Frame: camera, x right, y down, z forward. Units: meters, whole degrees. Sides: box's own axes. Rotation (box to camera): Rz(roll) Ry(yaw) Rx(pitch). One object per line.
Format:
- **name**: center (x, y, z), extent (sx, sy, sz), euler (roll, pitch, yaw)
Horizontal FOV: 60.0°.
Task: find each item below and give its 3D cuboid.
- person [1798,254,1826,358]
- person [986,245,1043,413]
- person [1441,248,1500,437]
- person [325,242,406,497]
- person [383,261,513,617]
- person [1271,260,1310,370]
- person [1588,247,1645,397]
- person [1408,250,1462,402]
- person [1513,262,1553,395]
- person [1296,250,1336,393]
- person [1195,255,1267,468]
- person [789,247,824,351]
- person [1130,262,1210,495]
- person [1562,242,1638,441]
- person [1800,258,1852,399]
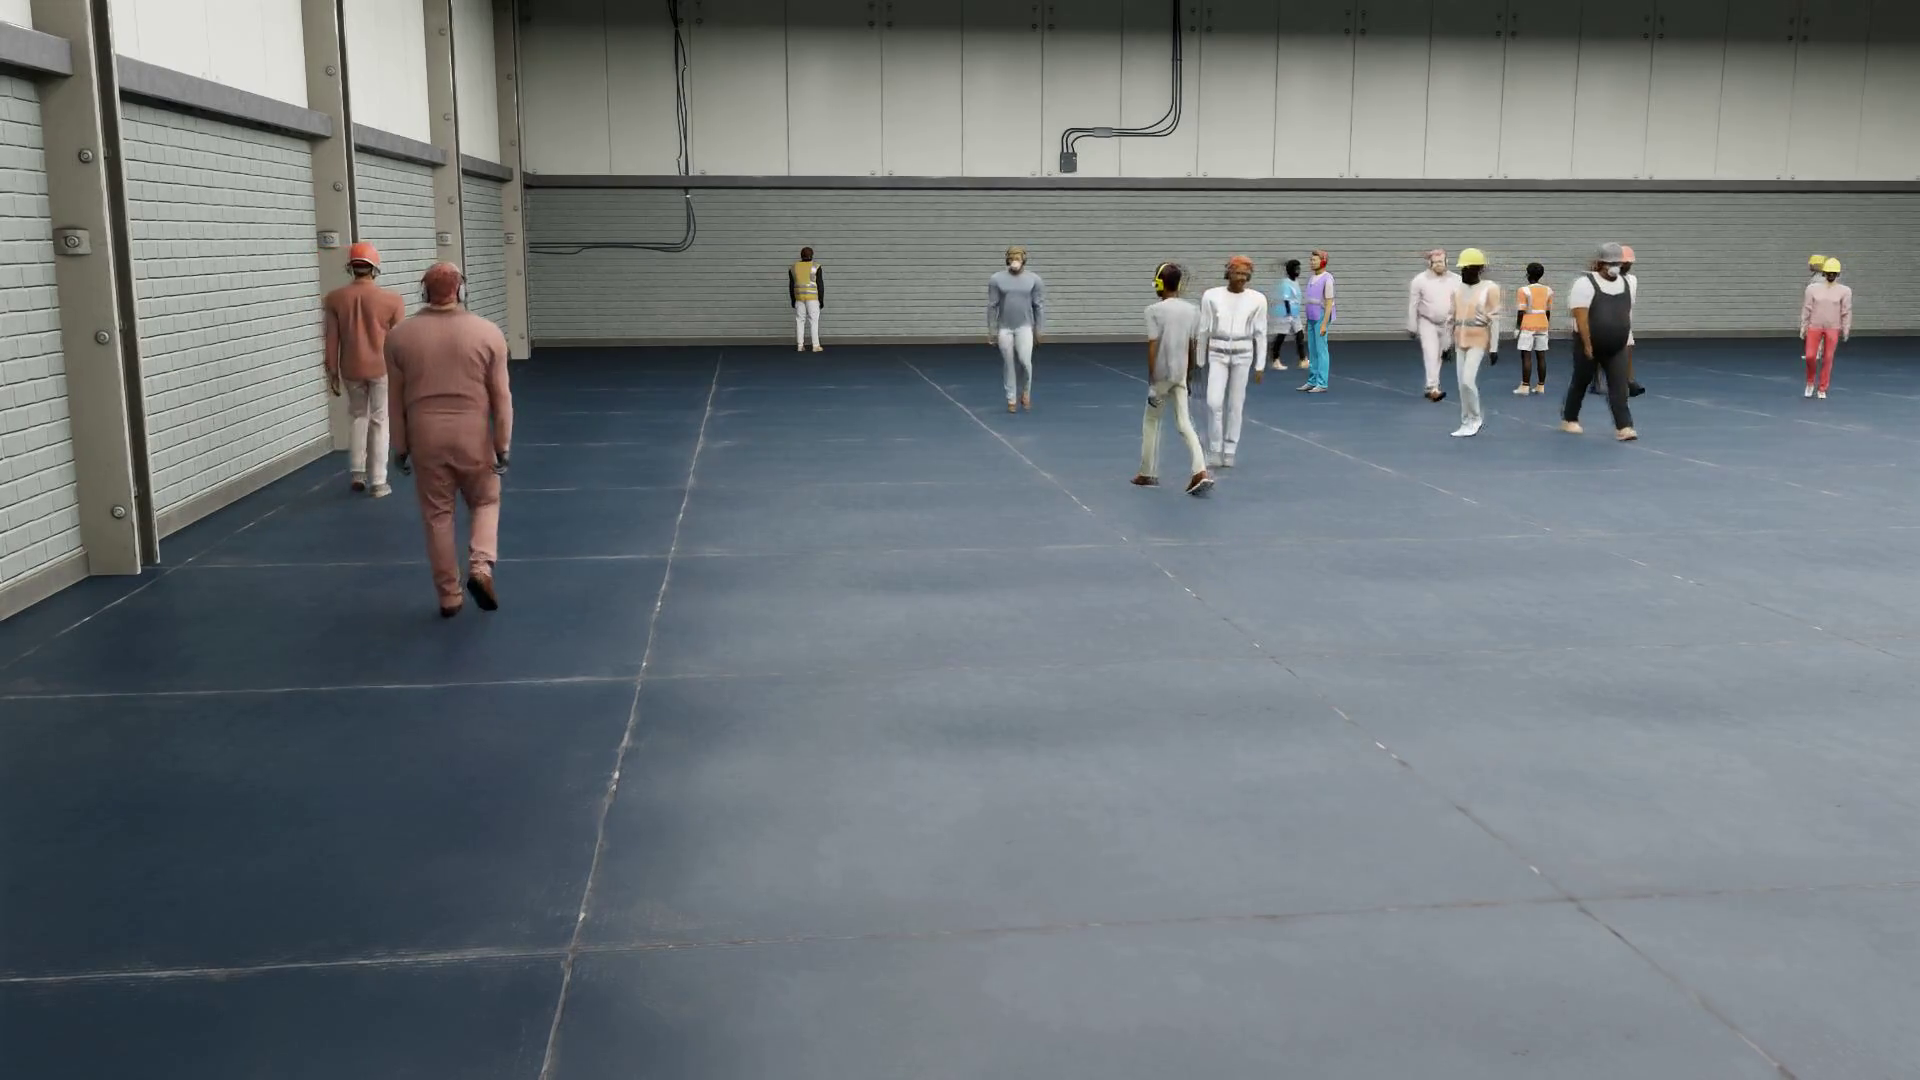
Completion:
- **person**: center (14.238, -3.891, 27.751), extent (0.372, 1.729, 0.513), euler (3, 11, 17)
- **person**: center (0.618, -2.400, 19.046), extent (0.639, 1.919, 0.553), euler (1, 10, 6)
- **person**: center (5.115, -1.972, 16.742), extent (0.445, 1.907, 0.608), euler (-6, 12, -30)
- **person**: center (-4.616, -1.331, 13.040), extent (0.613, 1.975, 0.521), euler (0, 10, -2)
- **person**: center (-2.702, -0.522, 8.839), extent (0.644, 1.896, 0.449), euler (-2, 10, -9)
- **person**: center (5.082, -3.384, 25.121), extent (0.782, 1.661, 0.554), euler (6, 12, 31)
- **person**: center (8.367, -2.758, 21.105), extent (0.567, 1.885, 0.997), euler (-2, 11, -12)
- **person**: center (5.909, -2.622, 20.467), extent (0.661, 1.852, 0.998), euler (-1, 10, -6)
- **person**: center (7.333, -2.698, 21.308), extent (0.537, 1.695, 0.320), euler (-4, 11, -19)
- **person**: center (4.671, -2.837, 21.650), extent (0.389, 1.850, 0.566), euler (-3, 11, -14)
- **person**: center (2.363, -1.541, 14.506), extent (0.619, 1.860, 0.633), euler (2, 10, 9)
- **person**: center (-2.701, -4.260, 29.469), extent (0.636, 1.842, 0.429), euler (3, 11, 15)
- **person**: center (1.686, -1.278, 13.191), extent (0.509, 1.836, 0.973), euler (-5, 11, -25)
- **person**: center (6.461, -2.044, 16.779), extent (0.674, 2.000, 1.064), euler (-1, 10, -5)
- **person**: center (10.801, -2.628, 20.755), extent (0.561, 1.746, 0.514), euler (5, 12, 26)
